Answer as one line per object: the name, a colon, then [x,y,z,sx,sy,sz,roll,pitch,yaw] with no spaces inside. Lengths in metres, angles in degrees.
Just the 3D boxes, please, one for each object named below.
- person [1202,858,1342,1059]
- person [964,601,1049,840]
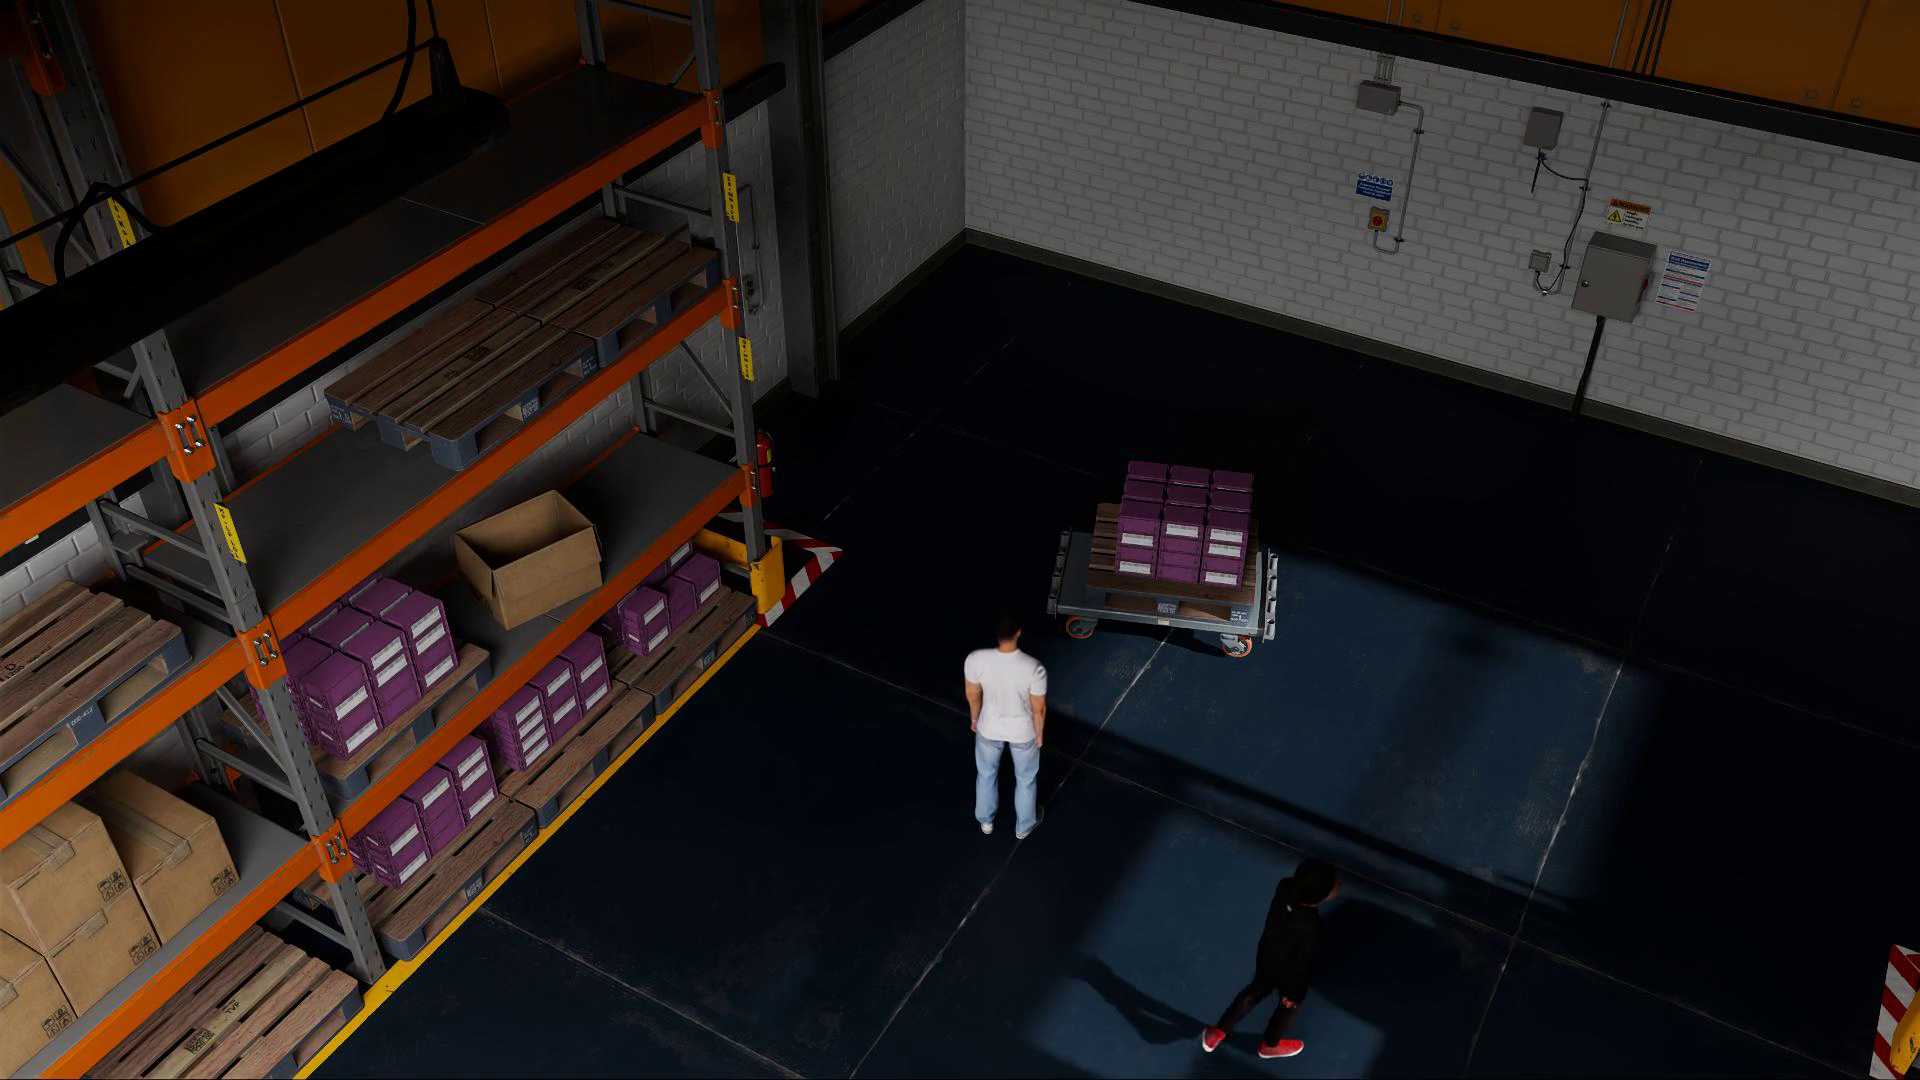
person: [1.704,2.314,9.037,0.959,1.656,0.885,-15,41,-18]
person: [0.297,1.144,10.336,0.727,1.863,0.656,10,40,12]
